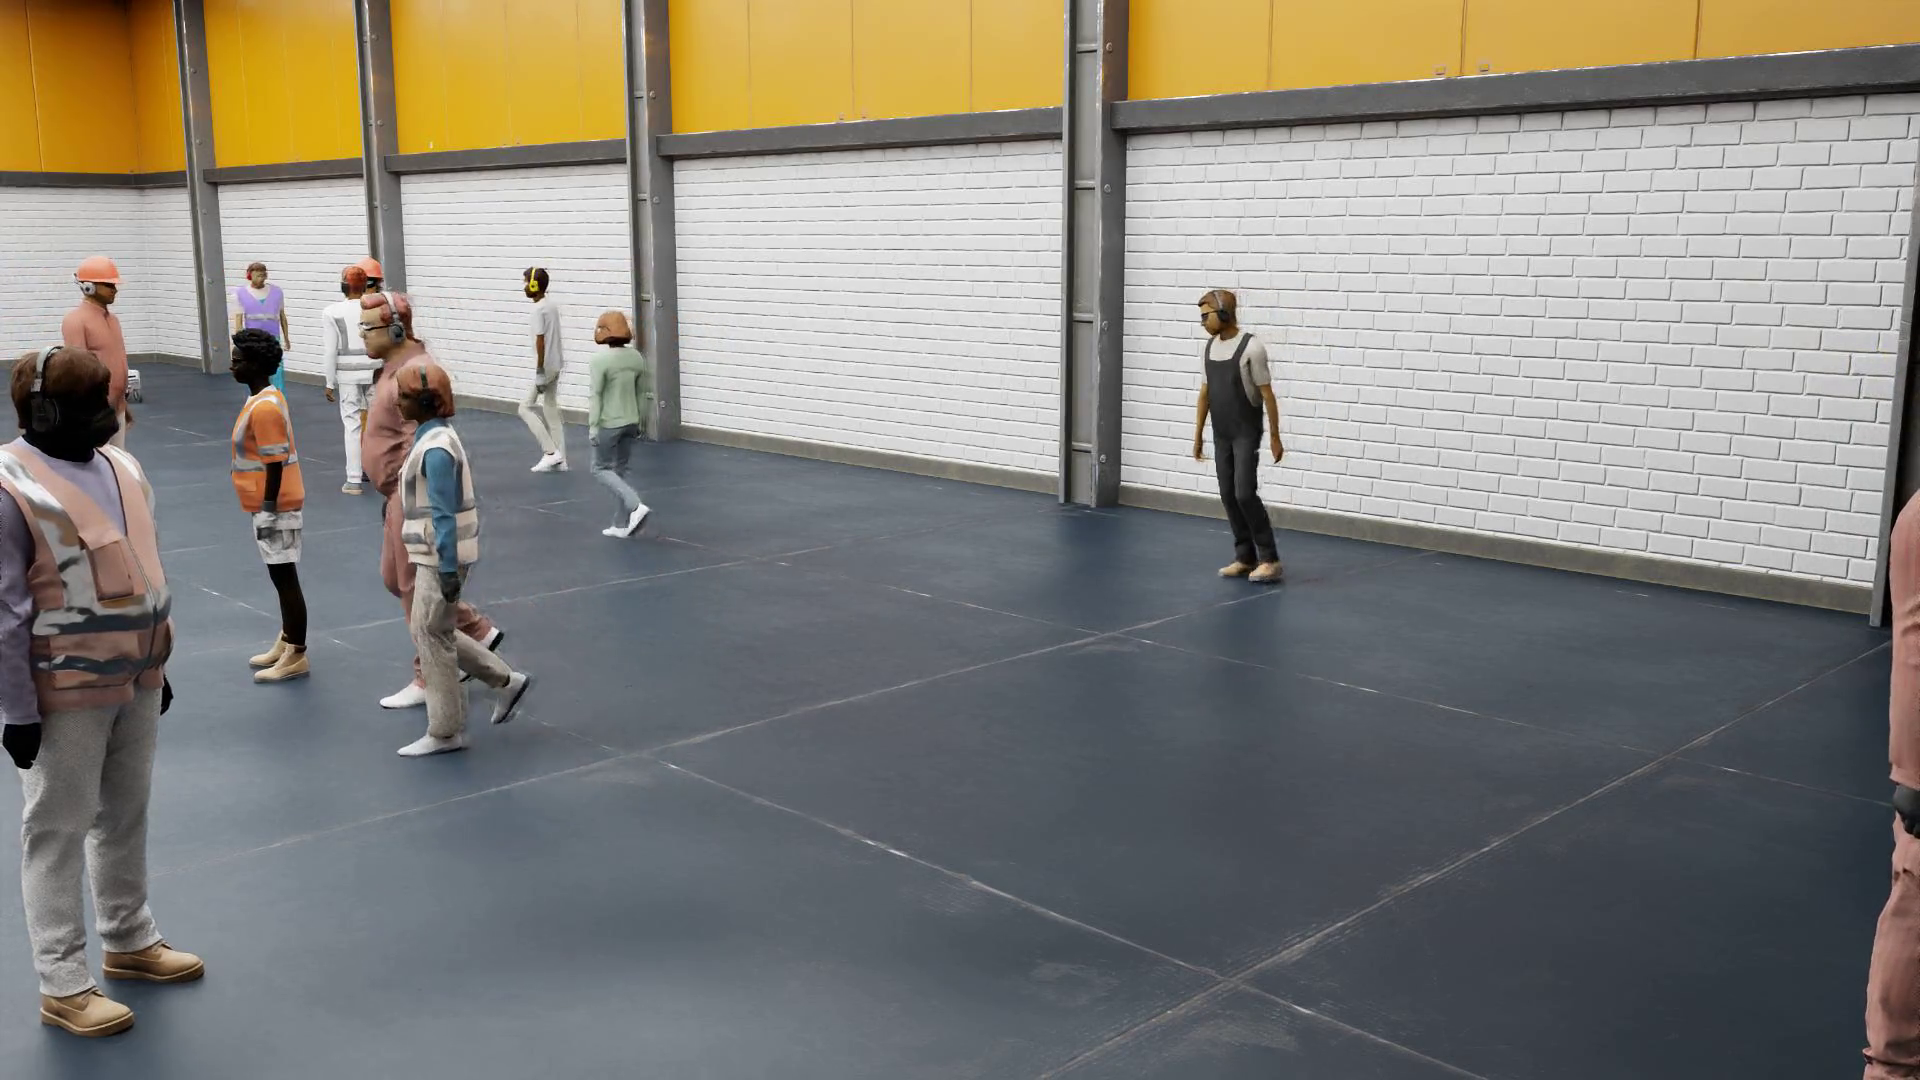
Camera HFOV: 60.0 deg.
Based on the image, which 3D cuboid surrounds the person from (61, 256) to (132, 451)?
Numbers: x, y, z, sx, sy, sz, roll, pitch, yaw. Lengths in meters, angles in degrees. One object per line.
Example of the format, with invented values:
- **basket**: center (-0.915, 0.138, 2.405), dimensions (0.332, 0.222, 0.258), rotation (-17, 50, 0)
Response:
- **person**: center (-5.805, -0.919, 11.290), dimensions (0.402, 1.988, 0.622), rotation (0, 10, -2)

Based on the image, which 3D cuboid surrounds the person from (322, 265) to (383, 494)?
- **person**: center (-4.957, -1.314, 13.761), dimensions (0.588, 1.885, 0.382), rotation (-7, 13, -34)

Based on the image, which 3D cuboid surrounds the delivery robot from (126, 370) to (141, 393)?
- **delivery robot**: center (-10.810, -2.075, 21.257), dimensions (0.707, 0.478, 0.477), rotation (7, 13, 34)

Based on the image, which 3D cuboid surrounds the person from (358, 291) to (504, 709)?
- **person**: center (-2.418, -0.172, 7.514), dimensions (0.520, 1.884, 0.669), rotation (-4, 11, -20)

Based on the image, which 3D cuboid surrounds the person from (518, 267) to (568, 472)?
- **person**: center (-3.742, -1.511, 14.929), dimensions (0.436, 1.848, 0.532), rotation (1, 10, 6)

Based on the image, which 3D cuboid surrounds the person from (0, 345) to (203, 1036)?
- **person**: center (-2.367, 0.396, 4.529), dimensions (0.429, 1.841, 0.639), rotation (2, 11, 9)

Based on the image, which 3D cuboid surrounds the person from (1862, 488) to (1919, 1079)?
- **person**: center (2.426, 0.488, 3.877), dimensions (0.638, 1.900, 0.404), rotation (-6, 12, -29)

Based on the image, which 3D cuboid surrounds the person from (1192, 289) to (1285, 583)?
- **person**: center (1.696, -0.639, 10.265), dimensions (0.472, 1.804, 0.538), rotation (-7, 13, -34)

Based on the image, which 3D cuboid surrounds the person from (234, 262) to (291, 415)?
- **person**: center (-8.185, -2.356, 19.599), dimensions (0.608, 1.811, 0.748), rotation (-7, 13, -34)

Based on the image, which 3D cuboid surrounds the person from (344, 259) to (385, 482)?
- **person**: center (-5.105, -1.466, 14.480), dimensions (0.560, 1.922, 0.464), rotation (-2, 11, -10)

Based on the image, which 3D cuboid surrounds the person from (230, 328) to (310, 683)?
- **person**: center (-3.317, -0.167, 7.993), dimensions (0.321, 1.697, 0.529), rotation (-4, 11, -23)

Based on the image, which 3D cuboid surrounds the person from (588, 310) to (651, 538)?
- **person**: center (-2.367, -0.793, 11.619), dimensions (0.461, 1.615, 0.514), rotation (7, 12, 33)

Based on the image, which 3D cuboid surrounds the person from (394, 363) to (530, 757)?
- **person**: center (-2.085, 0.080, 6.827), dimensions (0.464, 1.622, 0.528), rotation (-4, 11, -18)
